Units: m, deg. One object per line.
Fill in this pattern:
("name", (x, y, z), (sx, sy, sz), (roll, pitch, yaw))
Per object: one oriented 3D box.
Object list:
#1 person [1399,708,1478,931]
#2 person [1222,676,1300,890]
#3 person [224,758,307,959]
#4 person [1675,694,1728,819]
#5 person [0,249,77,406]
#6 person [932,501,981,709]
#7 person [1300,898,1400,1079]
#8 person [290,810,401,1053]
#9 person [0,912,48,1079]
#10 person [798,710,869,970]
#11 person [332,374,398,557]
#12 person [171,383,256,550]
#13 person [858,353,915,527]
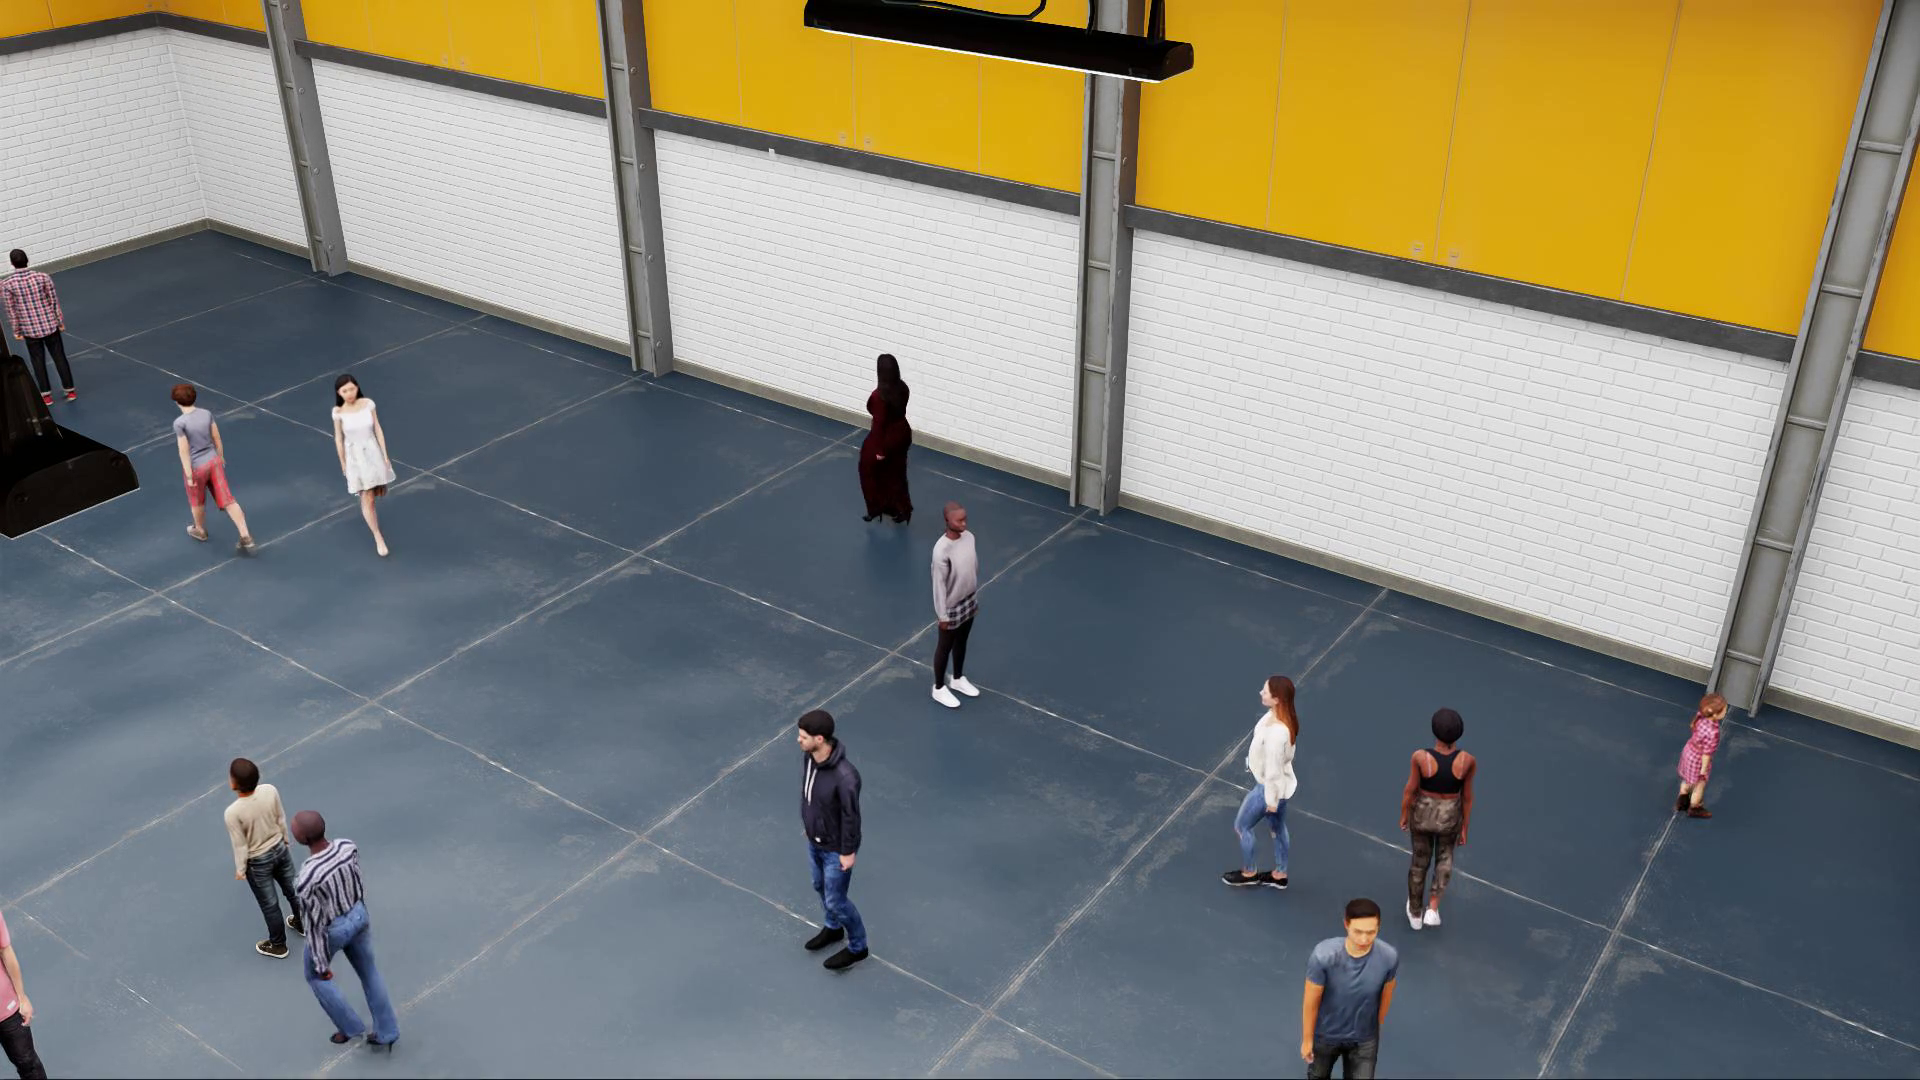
("person", (3.043, 1.856, 10.635), (0.731, 1.684, 0.780), (6, 29, 10))
("person", (2.151, 1.643, 11.035), (0.720, 1.675, 0.692), (12, 31, 20))
("person", (-4.423, 2.007, 10.588), (0.515, 1.464, 0.559), (15, 32, 26))
("person", (5.272, 1.529, 11.931), (0.590, 1.018, 0.532), (-1, 29, -1))
("person", (-10.119, -2.357, 18.282), (0.757, 1.758, 0.728), (-17, 33, -28))
("person", (-0.052, 0.480, 13.068), (0.537, 1.770, 0.611), (21, 35, 33))
("person", (2.090, 2.616, 9.142), (1.078, 1.779, 1.031), (3, 29, 5))
("person", (-3.524, 2.331, 9.671), (0.767, 1.774, 0.752), (12, 31, 21))
("person", (-5.333, 2.555, 9.068), (0.694, 1.959, 0.676), (-17, 33, -29))
("person", (-0.778, 1.856, 10.432), (0.822, 1.879, 0.668), (-17, 33, -29))
("person", (-5.492, -0.725, 15.293), (0.837, 1.755, 1.063), (-18, 33, -30))
("person", (-6.876, -0.628, 15.262), (1.135, 1.615, 0.611), (20, 34, 32))
("person", (-0.590, -0.894, 15.621), (0.771, 1.738, 0.691), (16, 33, 27))
